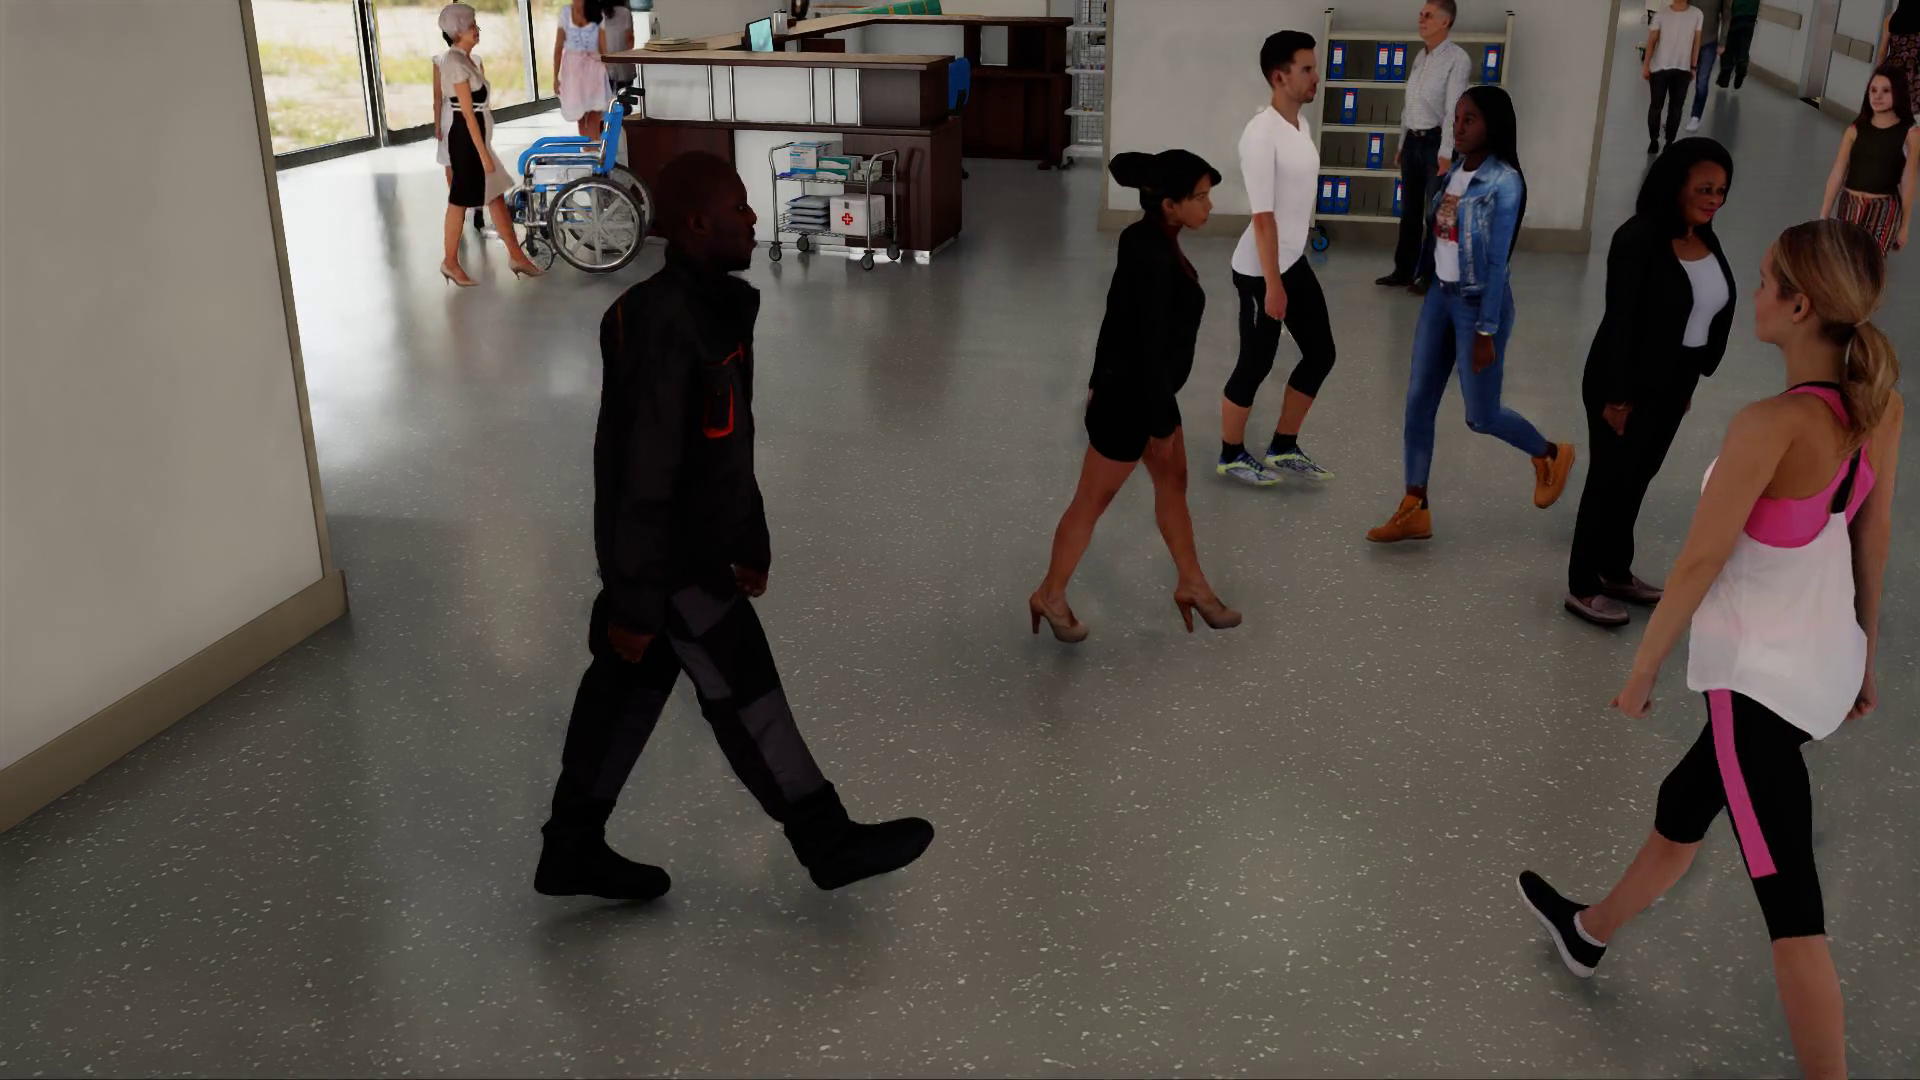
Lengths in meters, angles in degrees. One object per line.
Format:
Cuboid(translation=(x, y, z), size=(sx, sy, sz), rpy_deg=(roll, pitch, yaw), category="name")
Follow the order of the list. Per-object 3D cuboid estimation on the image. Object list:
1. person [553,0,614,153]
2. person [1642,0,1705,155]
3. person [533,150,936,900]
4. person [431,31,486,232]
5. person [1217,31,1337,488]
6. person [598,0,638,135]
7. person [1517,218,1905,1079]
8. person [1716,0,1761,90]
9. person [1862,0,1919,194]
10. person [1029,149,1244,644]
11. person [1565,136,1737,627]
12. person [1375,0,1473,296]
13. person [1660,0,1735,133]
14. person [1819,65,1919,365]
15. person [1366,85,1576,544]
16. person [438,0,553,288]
Cuboid(translation=(-3.187, -3.866, 14.143), size=(1.159, 1.767, 0.970), rpy_deg=(-1, 21, -3), category="person")
Cuboid(translation=(6.943, -4.631, 16.252), size=(0.800, 1.703, 0.729), rpy_deg=(7, 22, 17), category="person")
Cuboid(translation=(-0.751, 0.054, 3.769), size=(1.299, 1.785, 0.990), rpy_deg=(-1, 21, -4), category="person")
Cuboid(translation=(-3.686, -3.072, 12.369), size=(0.703, 1.538, 0.771), rpy_deg=(-8, 22, -19), category="person")
Cuboid(translation=(1.193, -1.109, 6.768), size=(0.843, 1.834, 0.798), rpy_deg=(14, 25, 32), category="person")
Cuboid(translation=(-3.718, -5.130, 17.729), size=(0.913, 1.590, 0.816), rpy_deg=(1, 21, 3), category="person")
Cuboid(translation=(1.575, 0.345, 3.064), size=(1.090, 1.740, 1.178), rpy_deg=(-12, 24, -30), category="person")
Cuboid(translation=(10.373, -6.891, 22.073), size=(1.099, 1.806, 0.769), rpy_deg=(4, 21, 10), category="person")
Cuboid(translation=(7.922, -3.828, 14.030), size=(0.763, 1.774, 0.848), rpy_deg=(18, 27, 40), category="person")
Cuboid(translation=(0.474, -0.394, 5.215), size=(0.965, 1.598, 0.679), rpy_deg=(-1, 21, -2), category="person")
Cuboid(translation=(2.268, -0.525, 5.540), size=(0.764, 1.612, 0.797), rpy_deg=(-18, 27, -39), category="person")
Cuboid(translation=(2.948, -2.460, 10.355), size=(0.805, 1.821, 0.755), rpy_deg=(-10, 23, -24), category="person")
Cuboid(translation=(7.983, -5.313, 17.854), size=(1.029, 1.845, 1.017), rpy_deg=(17, 27, 38), category="person")
Cuboid(translation=(4.751, -1.676, 8.666), size=(0.762, 1.551, 0.703), rpy_deg=(-19, 28, -40), category="person")
Cuboid(translation=(1.945, -0.784, 6.118), size=(1.135, 1.688, 0.980), rpy_deg=(-7, 22, -17), category="person")
Cuboid(translation=(-3.151, -2.409, 10.354), size=(1.027, 1.725, 0.855), rpy_deg=(-2, 21, -7), category="person")
